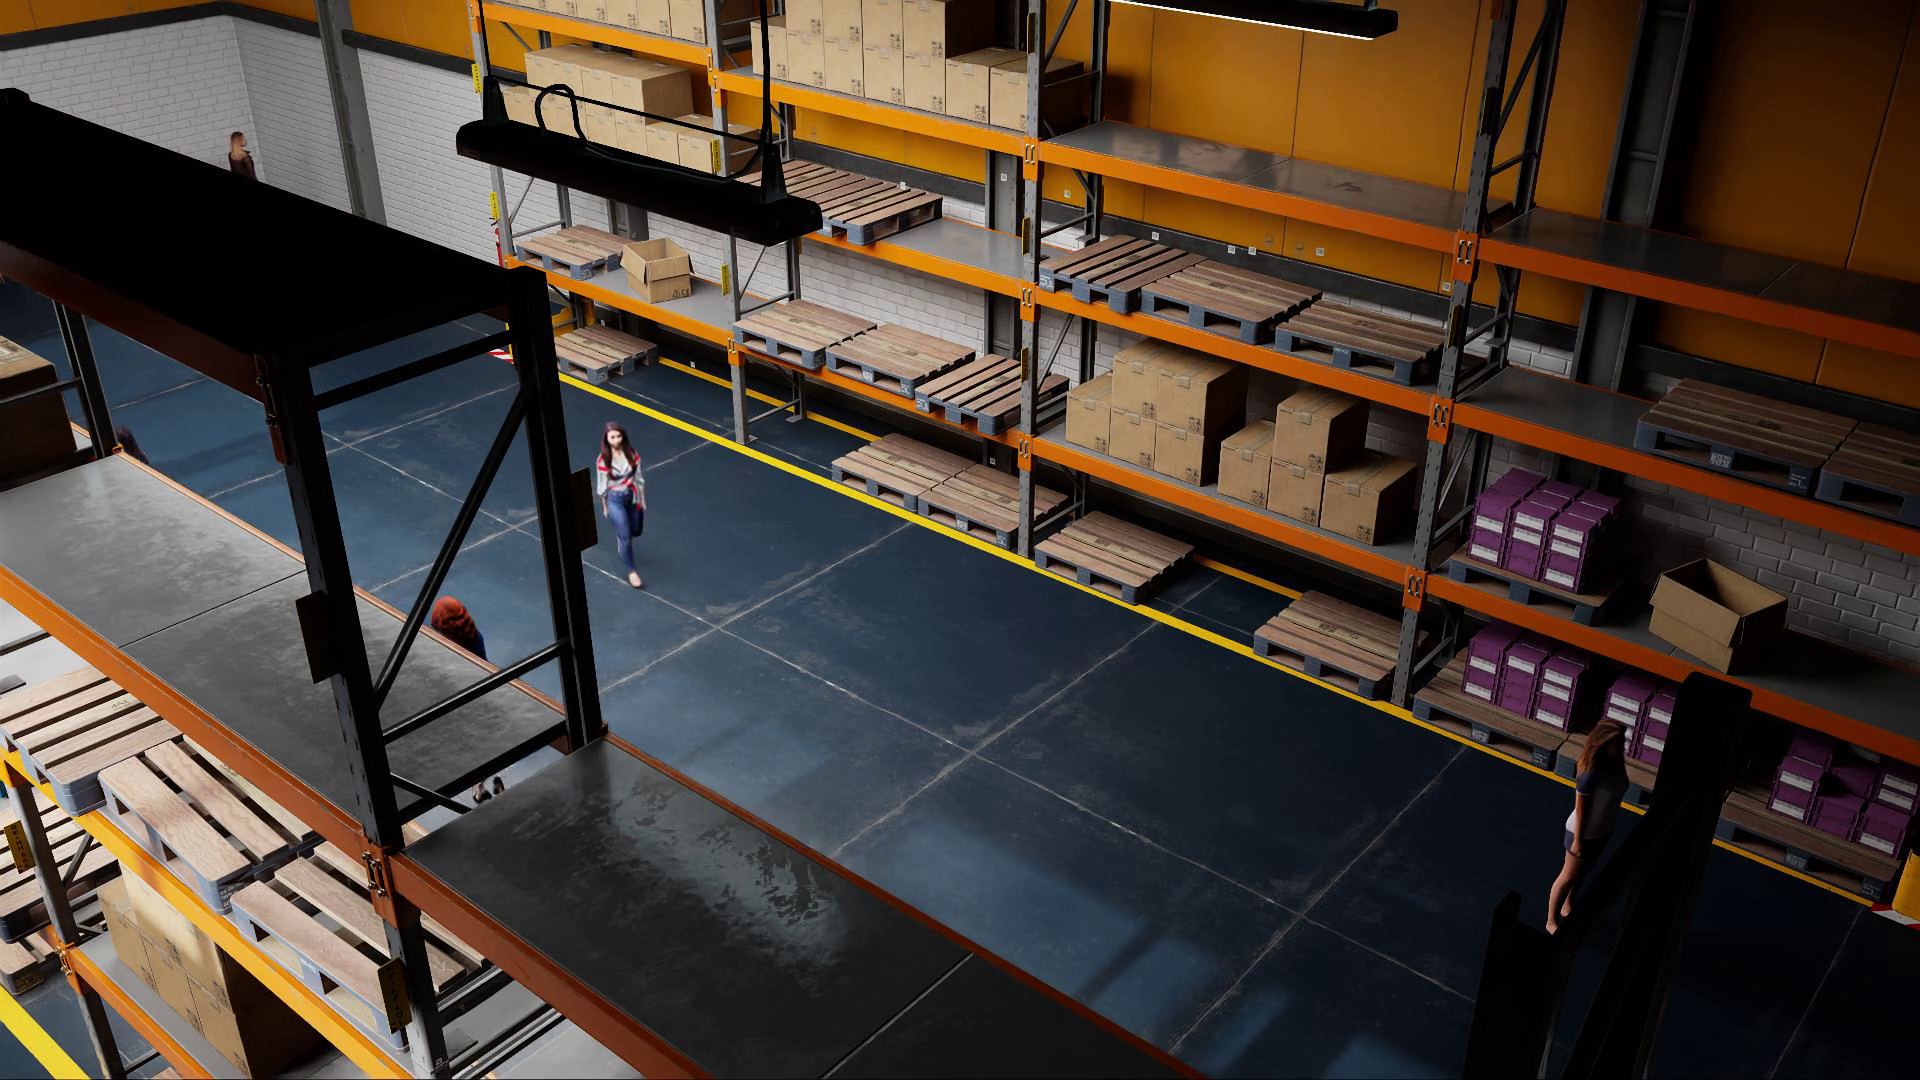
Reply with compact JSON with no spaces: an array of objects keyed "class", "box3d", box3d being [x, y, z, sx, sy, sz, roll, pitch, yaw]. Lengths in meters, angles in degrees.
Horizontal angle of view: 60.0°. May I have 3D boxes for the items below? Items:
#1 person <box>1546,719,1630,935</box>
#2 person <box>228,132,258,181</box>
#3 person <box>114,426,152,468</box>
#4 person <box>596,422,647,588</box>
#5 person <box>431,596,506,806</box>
[{"class":"person","box3d":[4.224,1.931,11.189,0.628,1.733,0.592,-22,36,-35]},{"class":"person","box3d":[-10.279,-5.028,23.978,0.483,1.702,0.687,16,33,27]},{"class":"person","box3d":[-7.284,-0.188,15.006,0.905,1.797,0.776,10,30,17]},{"class":"person","box3d":[-3.166,-0.384,15.572,0.810,1.598,1.019,-14,31,-23]},{"class":"person","box3d":[-3.617,1.268,12.317,0.685,1.816,0.616,23,36,36]}]
